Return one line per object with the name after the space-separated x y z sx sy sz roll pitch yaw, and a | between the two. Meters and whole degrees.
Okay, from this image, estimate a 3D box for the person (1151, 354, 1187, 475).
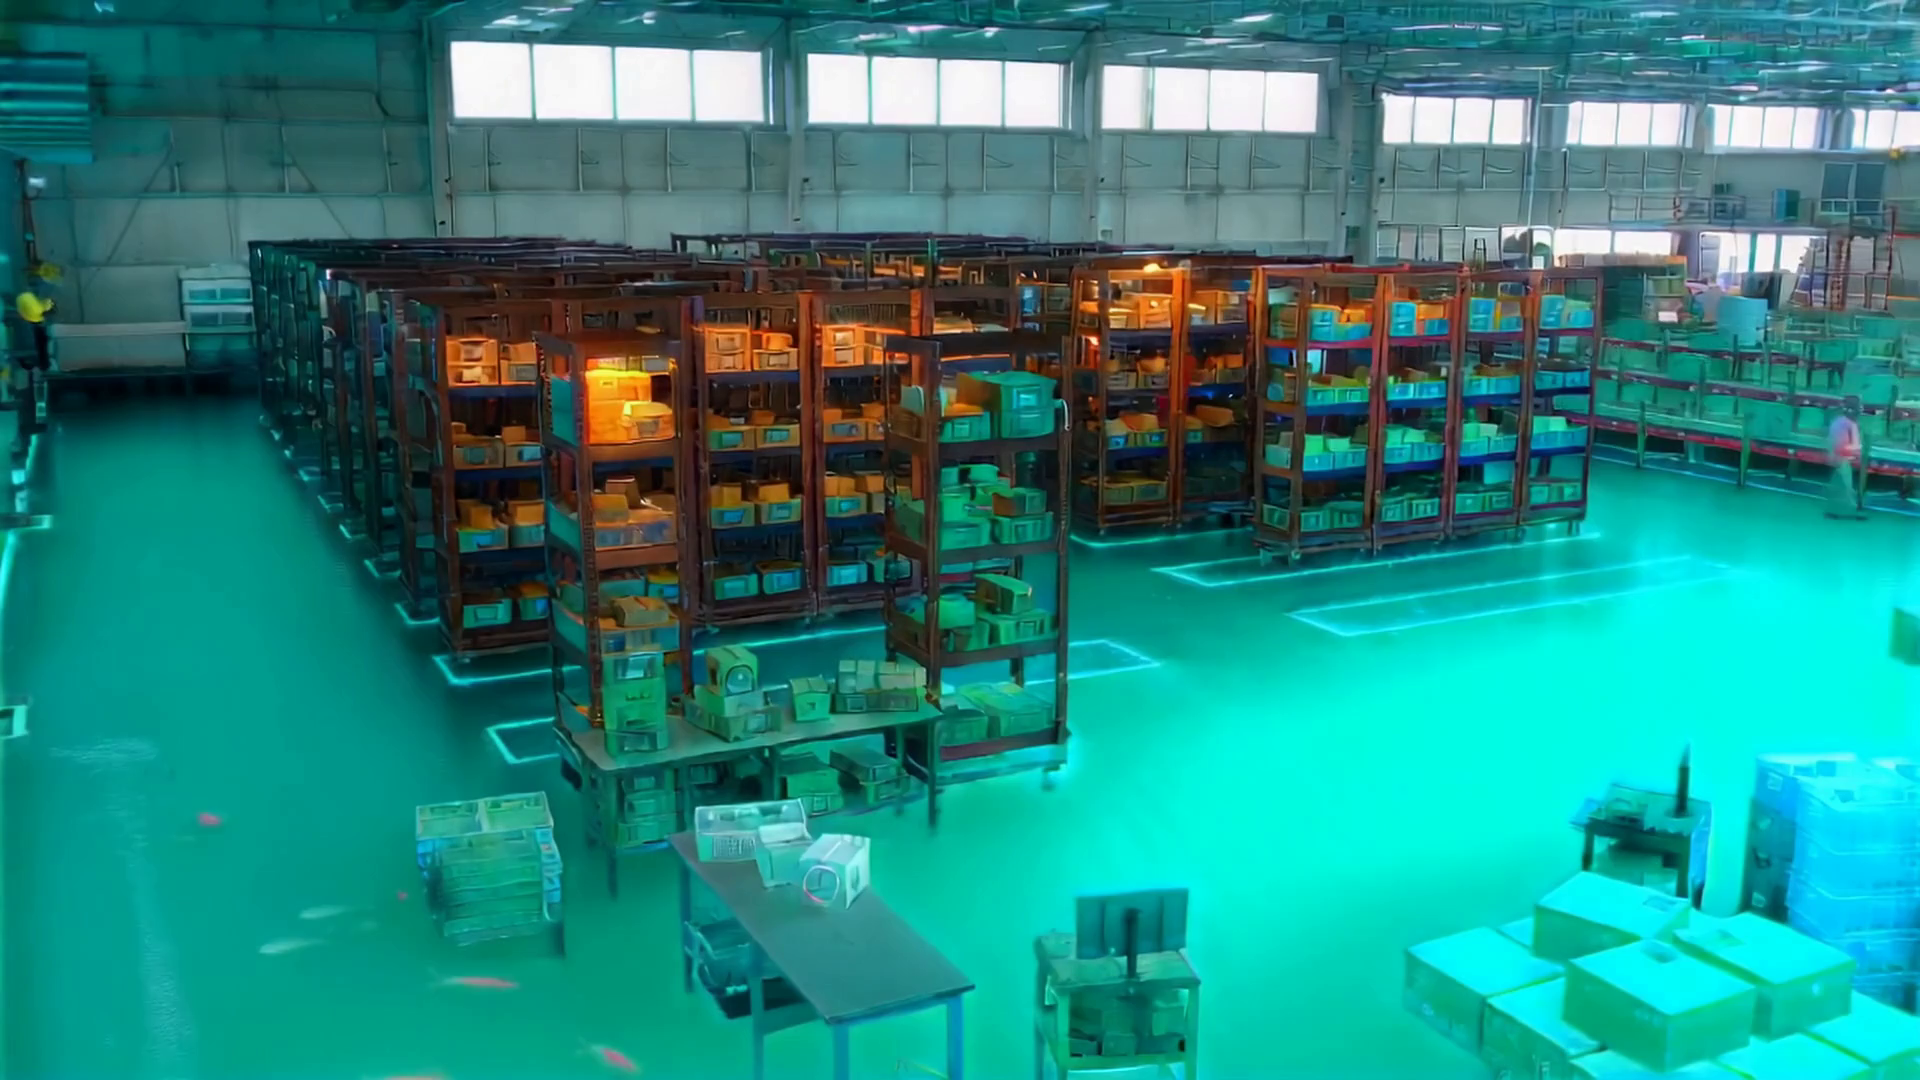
3.302 -2.015 27.011 0.996 1.998 0.624 -5 13 -23 | person

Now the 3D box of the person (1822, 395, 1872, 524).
12.542 -1.127 23.309 0.757 1.801 0.610 10 16 40 | person

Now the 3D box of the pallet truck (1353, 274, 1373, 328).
13.011 -8.050 55.243 0.823 1.965 1.885 -7 14 -28 | pallet truck
